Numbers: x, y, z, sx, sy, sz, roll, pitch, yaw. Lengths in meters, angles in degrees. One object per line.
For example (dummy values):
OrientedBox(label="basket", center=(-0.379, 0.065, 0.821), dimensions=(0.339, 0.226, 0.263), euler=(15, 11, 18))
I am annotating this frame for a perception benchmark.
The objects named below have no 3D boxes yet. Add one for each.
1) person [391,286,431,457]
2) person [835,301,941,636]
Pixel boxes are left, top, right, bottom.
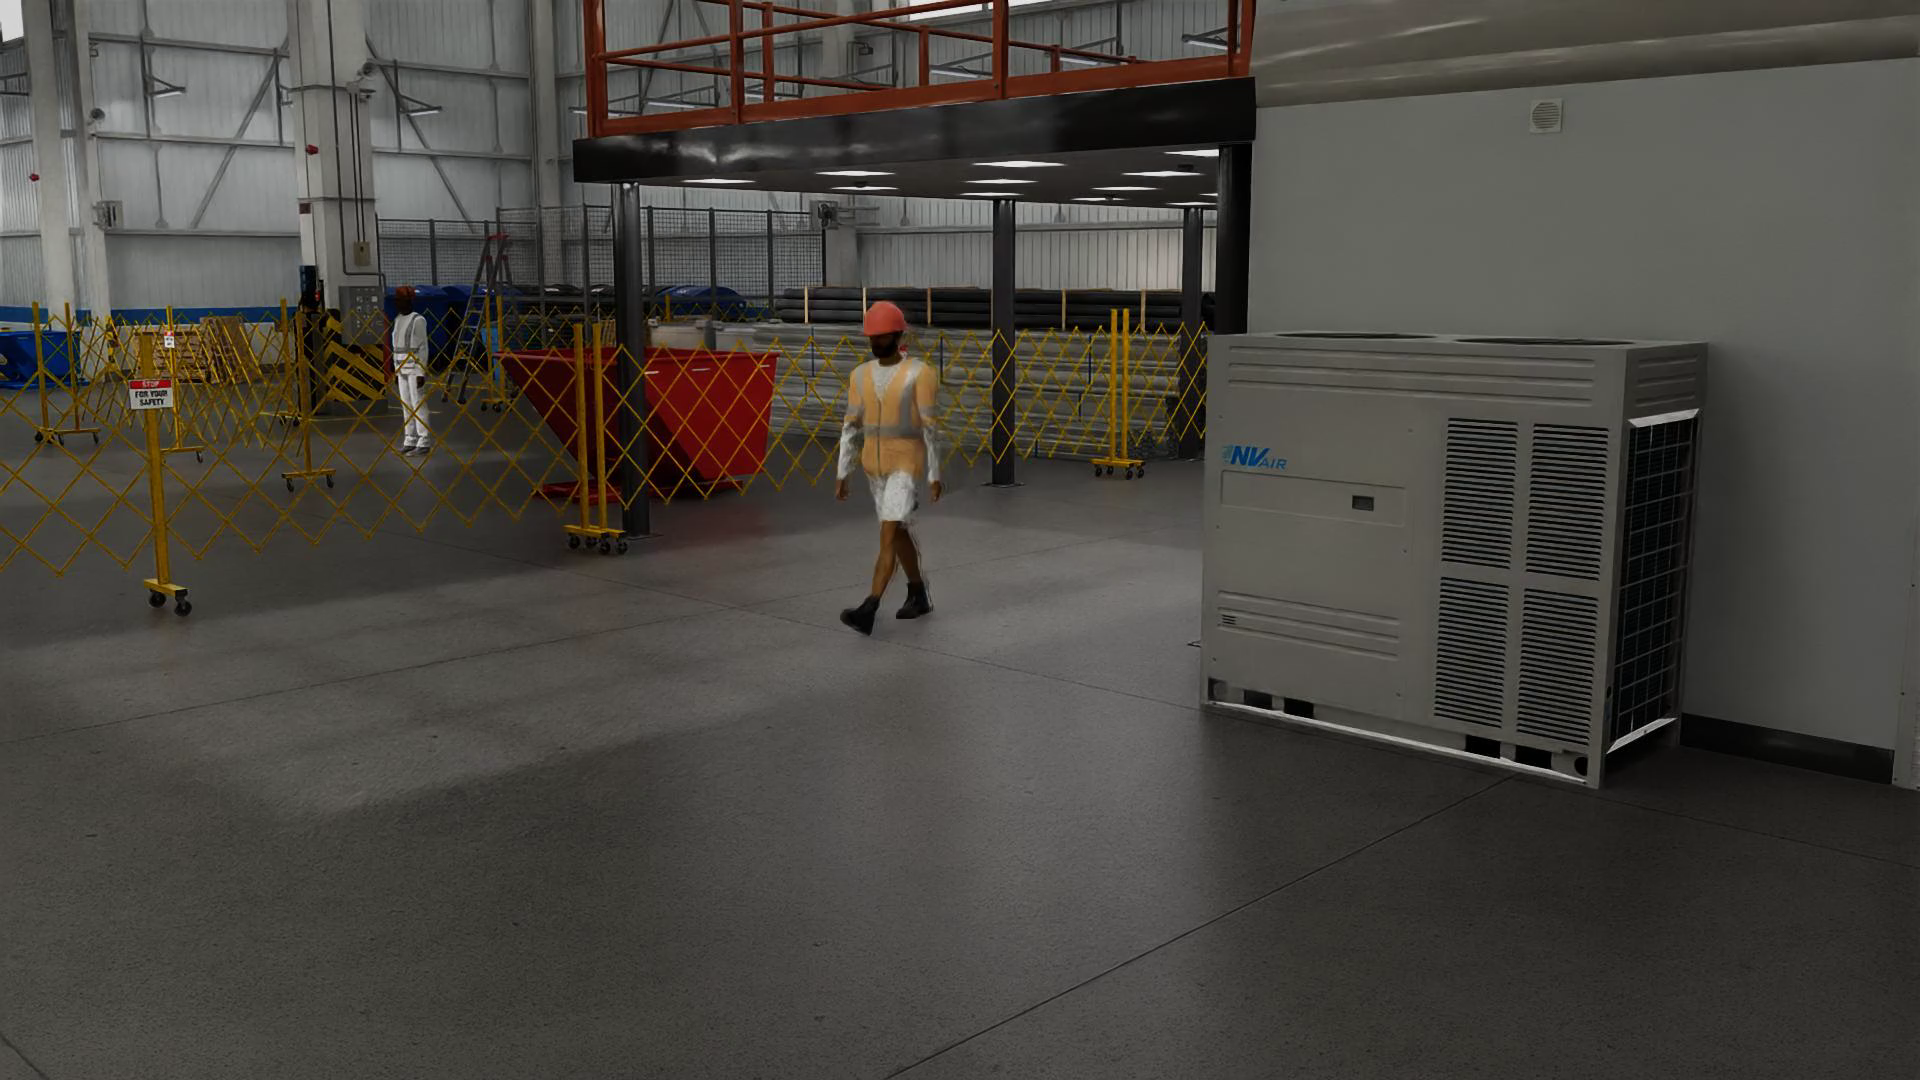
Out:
OrientedBox(label="person", center=(-6.084, -1.859, 18.386), dimensions=(0.585, 1.882, 0.344), euler=(9, 13, 42))
OrientedBox(label="person", center=(-0.440, -0.417, 9.541), dimensions=(0.572, 1.878, 1.005), euler=(6, 11, 31))
